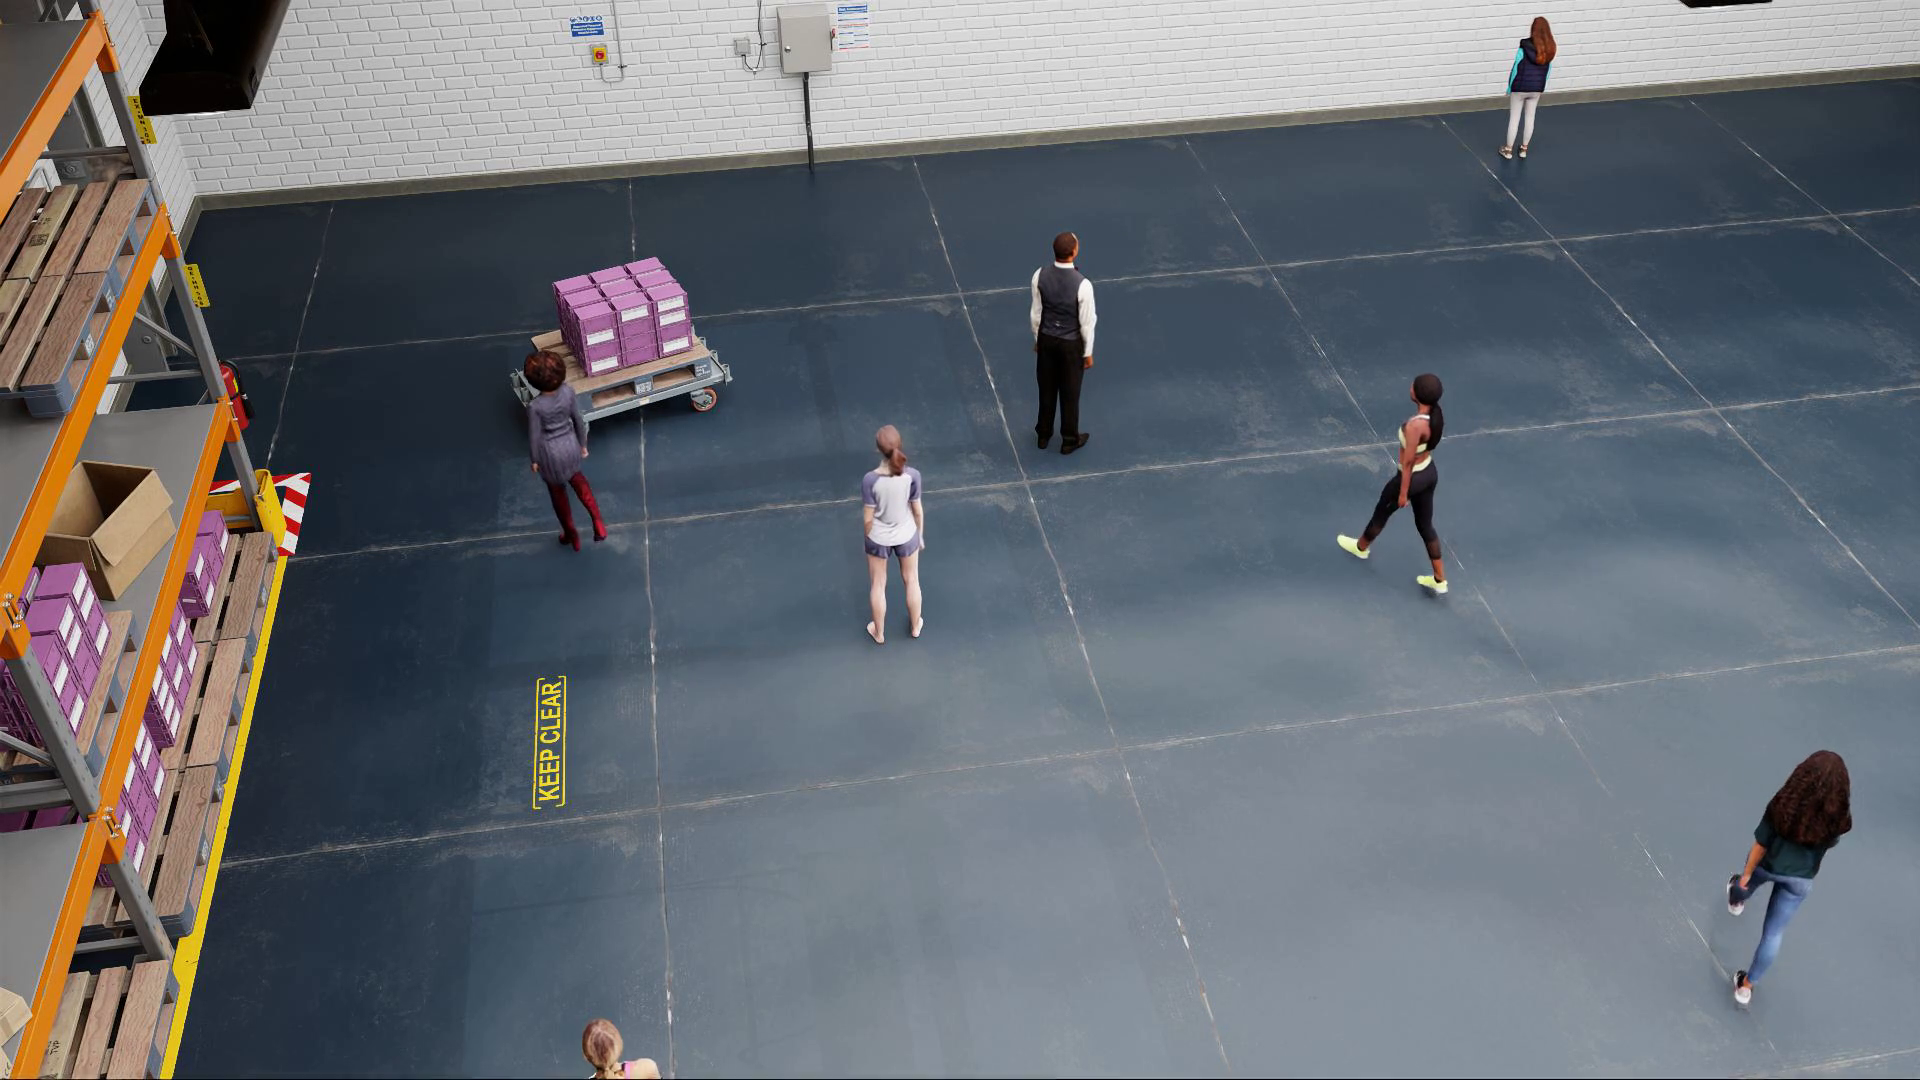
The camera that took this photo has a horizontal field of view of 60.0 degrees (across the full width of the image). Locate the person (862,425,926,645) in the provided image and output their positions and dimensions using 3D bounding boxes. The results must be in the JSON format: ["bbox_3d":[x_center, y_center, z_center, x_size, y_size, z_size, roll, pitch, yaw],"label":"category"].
[{"bbox_3d":[-0.464,-0.028,11.308,0.571,1.768,0.552,-7,39,-9],"label":"person"}]

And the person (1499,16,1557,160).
[{"bbox_3d":[5.943,-4.739,17.421,0.593,1.500,0.595,-3,39,-4],"label":"person"}]

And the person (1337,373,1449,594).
[{"bbox_3d":[3.289,-0.359,11.772,1.011,1.706,1.221,-30,47,-32],"label":"person"}]

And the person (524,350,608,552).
[{"bbox_3d":[-2.858,-0.588,12.063,0.856,1.700,0.782,31,48,33],"label":"person"}]

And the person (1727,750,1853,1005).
[{"bbox_3d":[4.507,1.870,9.091,0.981,1.568,1.193,13,40,16],"label":"person"}]

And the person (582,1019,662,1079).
[{"bbox_3d":[-1.498,2.879,7.663,0.678,1.773,0.671,-15,41,-18],"label":"person"}]

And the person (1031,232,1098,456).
[{"bbox_3d":[0.797,-1.545,13.087,0.776,1.919,0.797,17,42,20],"label":"person"}]
